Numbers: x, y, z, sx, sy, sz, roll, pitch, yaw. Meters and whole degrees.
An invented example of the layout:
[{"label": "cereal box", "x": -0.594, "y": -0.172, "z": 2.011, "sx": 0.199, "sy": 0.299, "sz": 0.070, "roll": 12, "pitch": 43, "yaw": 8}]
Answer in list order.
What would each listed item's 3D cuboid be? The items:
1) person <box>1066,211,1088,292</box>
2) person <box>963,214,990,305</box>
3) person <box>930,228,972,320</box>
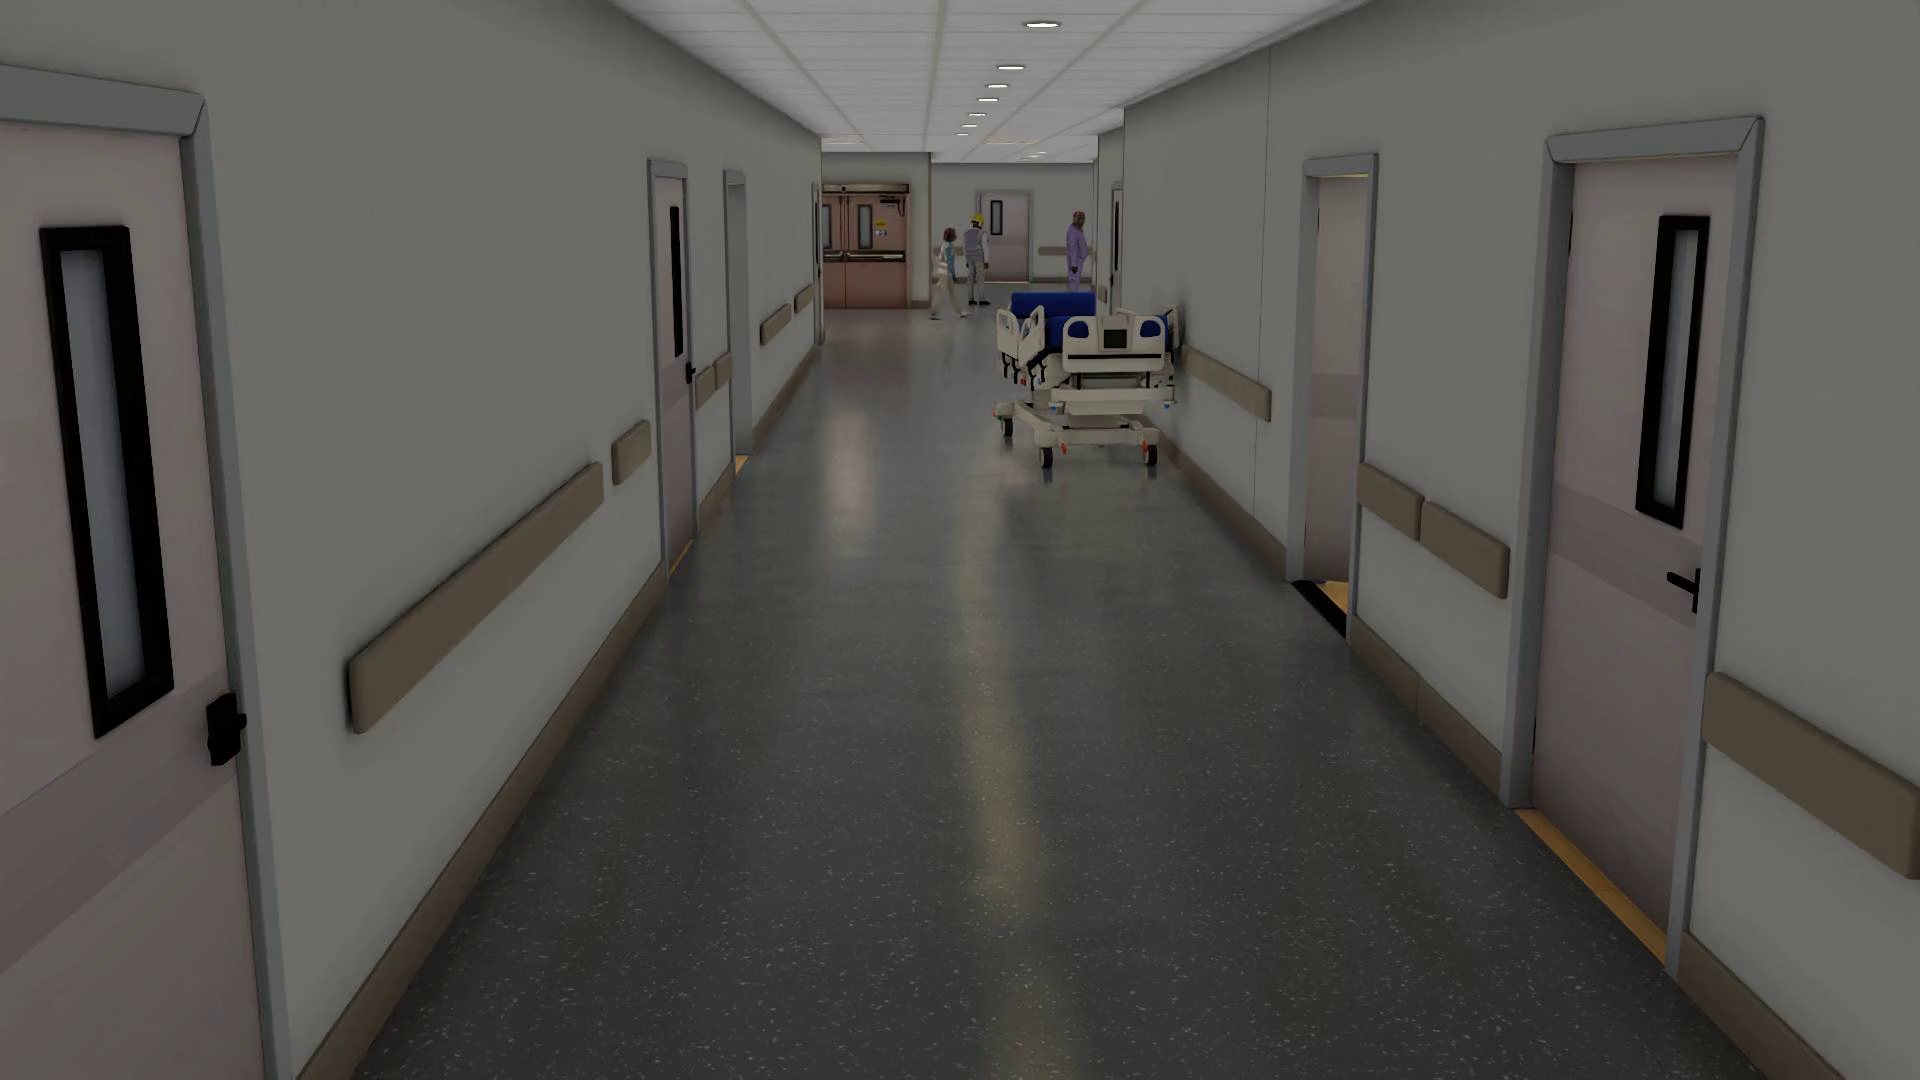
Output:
[{"label": "person", "x": 2.162, "y": -5.090, "z": 30.642, "sx": 0.401, "sy": 1.900, "sz": 0.646, "roll": 2, "pitch": 12, "yaw": 10}, {"label": "person", "x": 0.352, "y": -5.648, "z": 33.551, "sx": 0.587, "sy": 1.823, "sz": 0.403, "roll": 9, "pitch": 14, "yaw": 36}, {"label": "person", "x": -0.165, "y": -4.703, "z": 29.444, "sx": 0.810, "sy": 1.602, "sz": 0.547, "roll": 0, "pitch": 12, "yaw": -1}]
